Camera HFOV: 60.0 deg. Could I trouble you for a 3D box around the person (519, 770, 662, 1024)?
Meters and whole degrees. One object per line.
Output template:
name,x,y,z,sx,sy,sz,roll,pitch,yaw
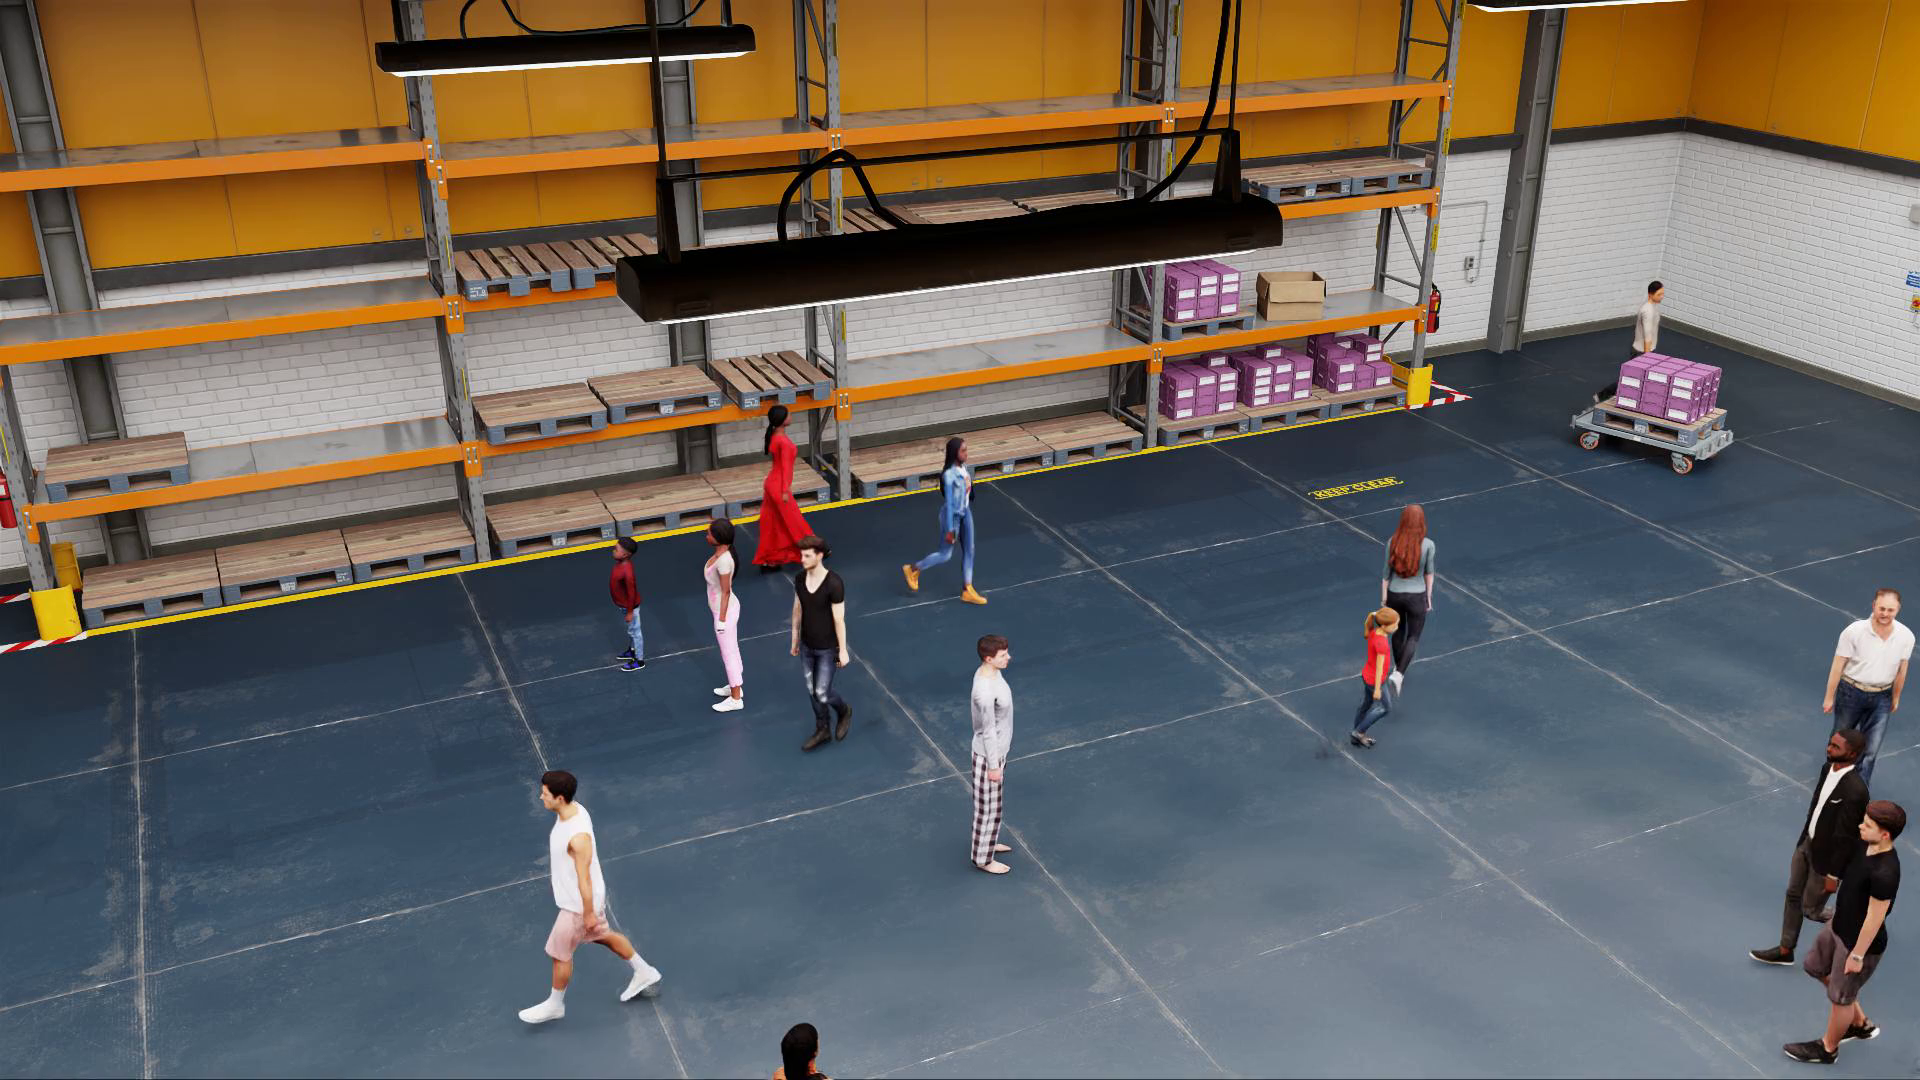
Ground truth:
person,-2.285,2.215,10.427,1.174,1.756,0.770,-8,25,-17

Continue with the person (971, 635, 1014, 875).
person,0.211,1.508,11.932,0.705,1.848,0.702,2,24,5

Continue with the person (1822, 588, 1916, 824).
person,6.924,1.157,12.758,1.058,1.827,1.153,10,26,22

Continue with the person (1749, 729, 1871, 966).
person,5.679,2.046,10.777,1.081,1.786,0.941,1,24,3

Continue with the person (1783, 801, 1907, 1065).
person,5.450,2.369,9.950,0.949,1.857,0.889,6,24,13

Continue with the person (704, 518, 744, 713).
person,-1.985,0.614,14.104,0.621,1.745,0.631,-2,24,-5

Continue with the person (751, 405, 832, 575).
person,-1.878,-0.466,16.568,1.044,1.751,0.653,-12,26,-25

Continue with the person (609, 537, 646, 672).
person,-2.956,0.547,14.868,0.521,1.256,0.530,-7,25,-16

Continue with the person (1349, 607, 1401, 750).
person,3.305,1.129,13.484,0.663,1.298,0.648,0,24,0

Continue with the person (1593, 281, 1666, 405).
person,8.500,-2.393,20.954,1.141,1.769,1.112,9,25,21

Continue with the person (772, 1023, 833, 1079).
person,-0.774,3.164,8.399,0.881,1.642,0.978,11,26,23

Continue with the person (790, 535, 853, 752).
person,-1.070,0.816,13.469,0.850,1.883,0.899,17,29,33

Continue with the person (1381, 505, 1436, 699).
person,3.834,0.550,14.275,0.994,1.726,1.071,9,25,19

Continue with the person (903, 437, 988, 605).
person,-0.139,-0.182,15.999,1.123,1.686,1.075,9,25,20
